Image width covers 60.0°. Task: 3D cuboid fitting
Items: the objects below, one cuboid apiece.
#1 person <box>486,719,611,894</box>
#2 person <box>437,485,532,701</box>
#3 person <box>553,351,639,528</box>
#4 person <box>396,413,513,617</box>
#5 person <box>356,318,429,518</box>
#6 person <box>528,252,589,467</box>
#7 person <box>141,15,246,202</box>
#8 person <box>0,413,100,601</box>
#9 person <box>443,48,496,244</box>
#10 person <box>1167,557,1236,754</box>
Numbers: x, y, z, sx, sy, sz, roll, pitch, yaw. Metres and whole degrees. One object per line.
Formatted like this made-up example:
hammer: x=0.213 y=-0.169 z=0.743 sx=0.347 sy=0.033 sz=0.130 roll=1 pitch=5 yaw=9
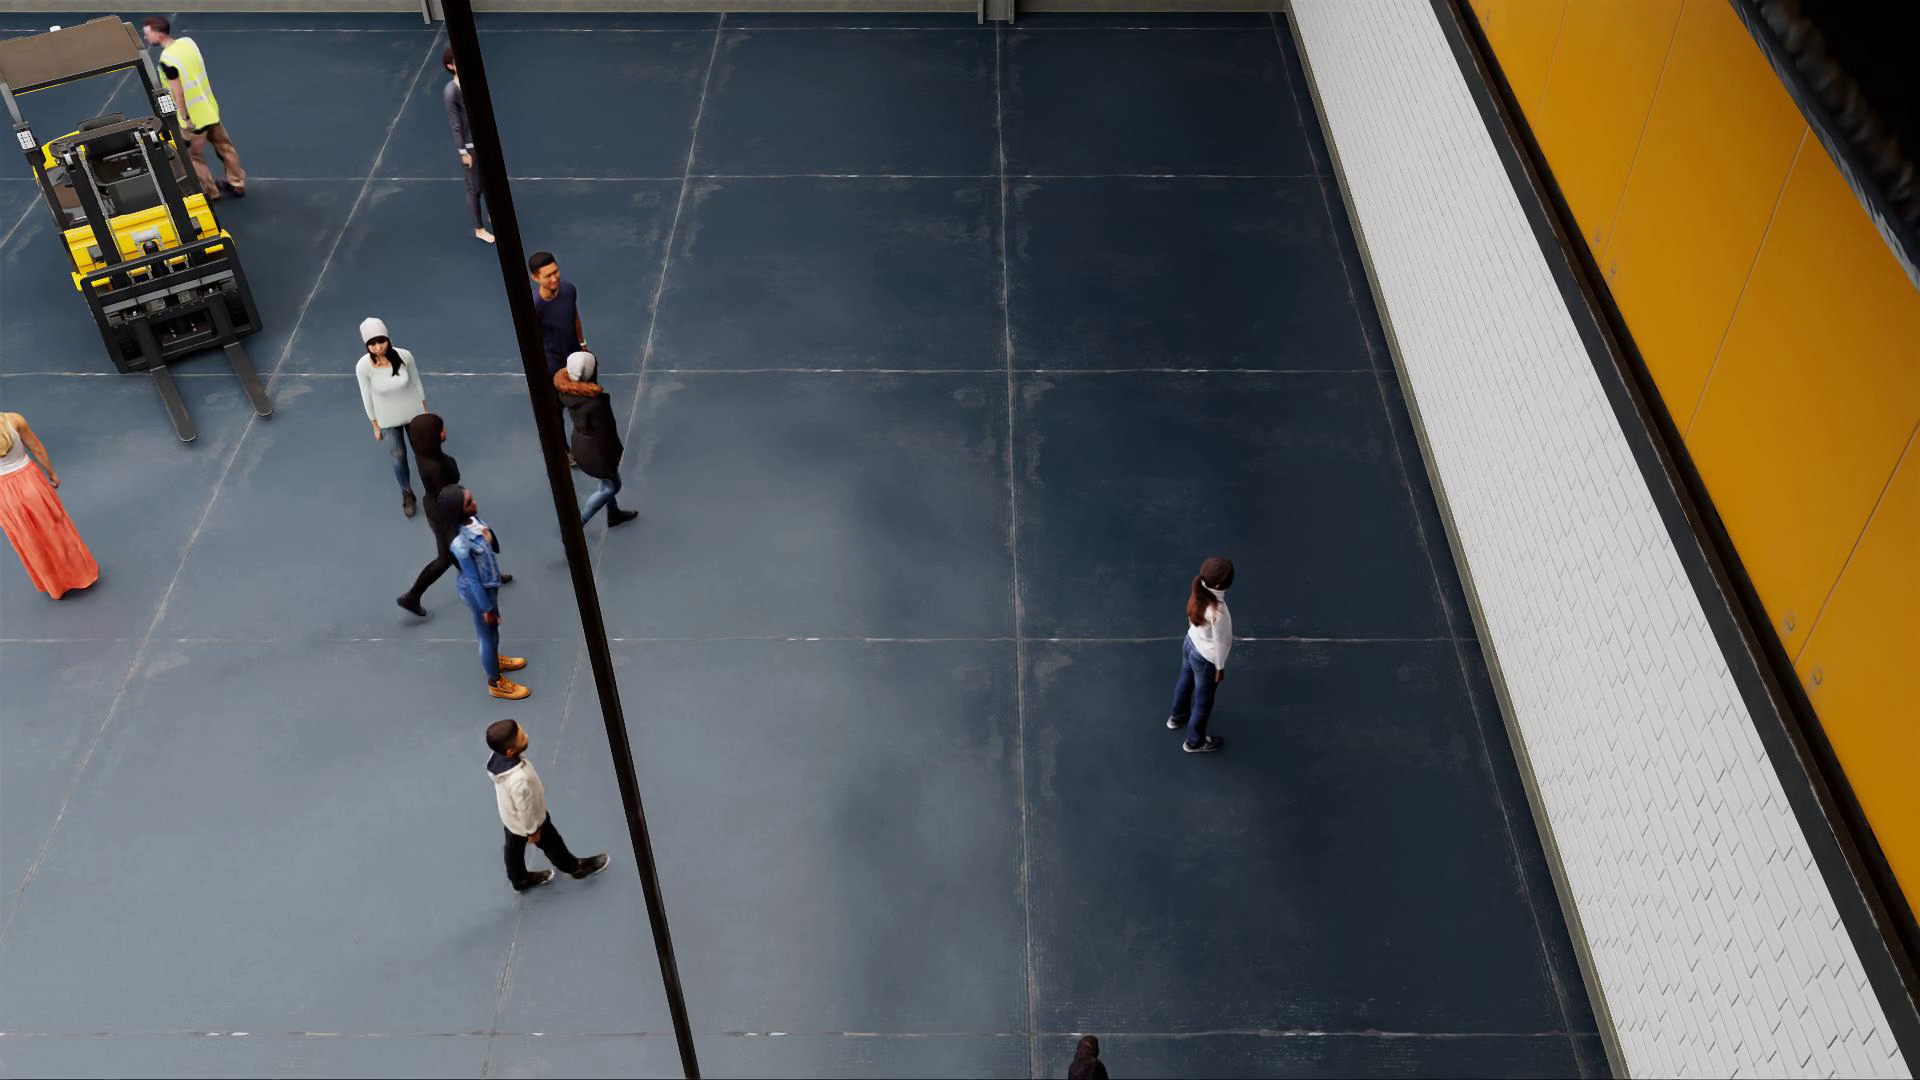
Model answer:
person: x=-2.553 y=1.562 z=9.469 sx=0.935 sy=1.439 sz=0.829 roll=-22 pitch=48 yaw=-22
person: x=-3.060 y=0.311 z=10.584 sx=0.578 sy=1.712 sz=0.640 roll=-8 pitch=44 yaw=-8
person: x=-2.605 y=-0.620 z=11.628 sx=0.984 sy=1.621 sz=0.896 roll=-29 pitch=51 yaw=-27
person: x=-3.529 y=-0.143 z=11.130 sx=1.107 sy=1.617 sz=0.876 roll=-18 pitch=47 yaw=-18
person: x=-4.011 y=-0.892 z=11.896 sx=0.589 sy=1.645 sz=0.702 roll=-21 pitch=47 yaw=-21
person: x=-2.962 y=-1.370 z=12.290 sx=0.737 sy=1.793 sz=0.717 roll=27 pitch=50 yaw=26
person: x=-6.757 y=-3.816 z=14.835 sx=0.874 sy=1.825 sz=0.833 roll=14 pitch=45 yaw=15
person: x=-6.313 y=-0.319 z=11.180 sx=0.680 sy=1.803 sz=0.780 roll=-22 pitch=48 yaw=-22
person: x=-4.247 y=-3.472 z=14.516 sx=0.653 sy=1.767 sz=0.678 roll=16 pitch=46 yaw=16
person: x=1.502 y=0.685 z=10.304 sx=0.605 sy=1.557 sz=0.603 roll=-15 pitch=46 yaw=-15
